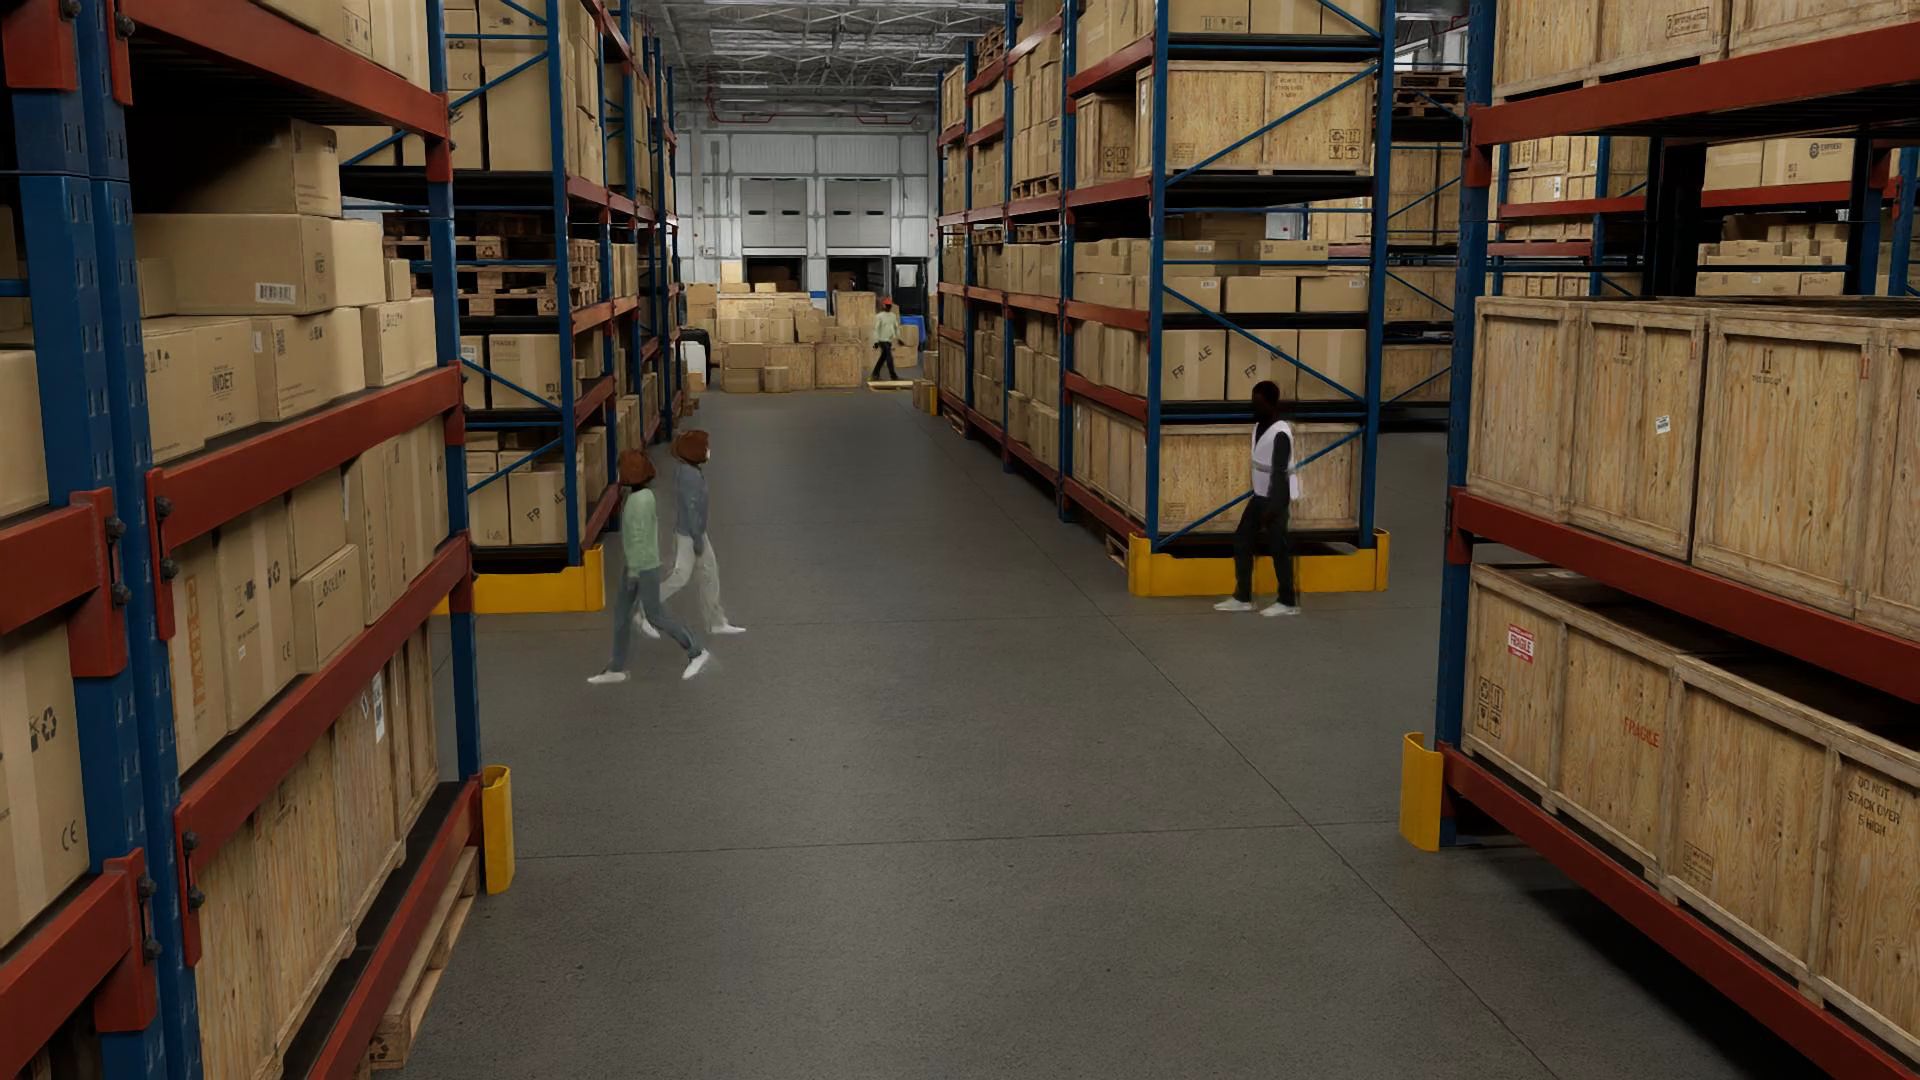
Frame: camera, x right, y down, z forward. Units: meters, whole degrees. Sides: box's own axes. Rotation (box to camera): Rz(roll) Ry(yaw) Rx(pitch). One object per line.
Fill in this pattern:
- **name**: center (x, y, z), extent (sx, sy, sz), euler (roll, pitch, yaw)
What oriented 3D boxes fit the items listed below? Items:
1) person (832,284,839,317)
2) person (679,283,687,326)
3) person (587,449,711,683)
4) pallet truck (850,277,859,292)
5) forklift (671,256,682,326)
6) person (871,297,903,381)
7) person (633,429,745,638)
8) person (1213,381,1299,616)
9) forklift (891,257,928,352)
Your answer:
- **person**: center (-5.314, -10.142, 71.225), extent (0.309, 1.637, 0.518), euler (-1, 10, -6)
- **person**: center (-9.455, -7.755, 56.449), extent (0.632, 1.938, 0.359), euler (5, 11, 25)
- **person**: center (-2.106, 0.181, 11.232), extent (0.783, 1.603, 0.509), euler (-4, 10, -21)
- **pallet truck**: center (-3.782, -9.391, 65.808), extent (1.885, 1.965, 0.823), euler (2, 10, 10)
- **forklift**: center (-11.356, -9.574, 64.303), extent (1.129, 2.768, 1.873), euler (-1, 10, -7)
- **person**: center (-1.700, -4.541, 37.754), extent (1.038, 1.952, 0.623), euler (7, 12, 36)
- **person**: center (-2.083, -0.044, 12.557), extent (0.806, 1.599, 0.510), euler (-1, 10, -6)
- **person**: center (2.366, -0.317, 13.277), extent (0.787, 1.889, 0.625), euler (-2, 10, -10)
- **forklift**: center (-1.564, -7.038, 49.539), extent (1.129, 2.768, 1.873), euler (1, 10, 8)
